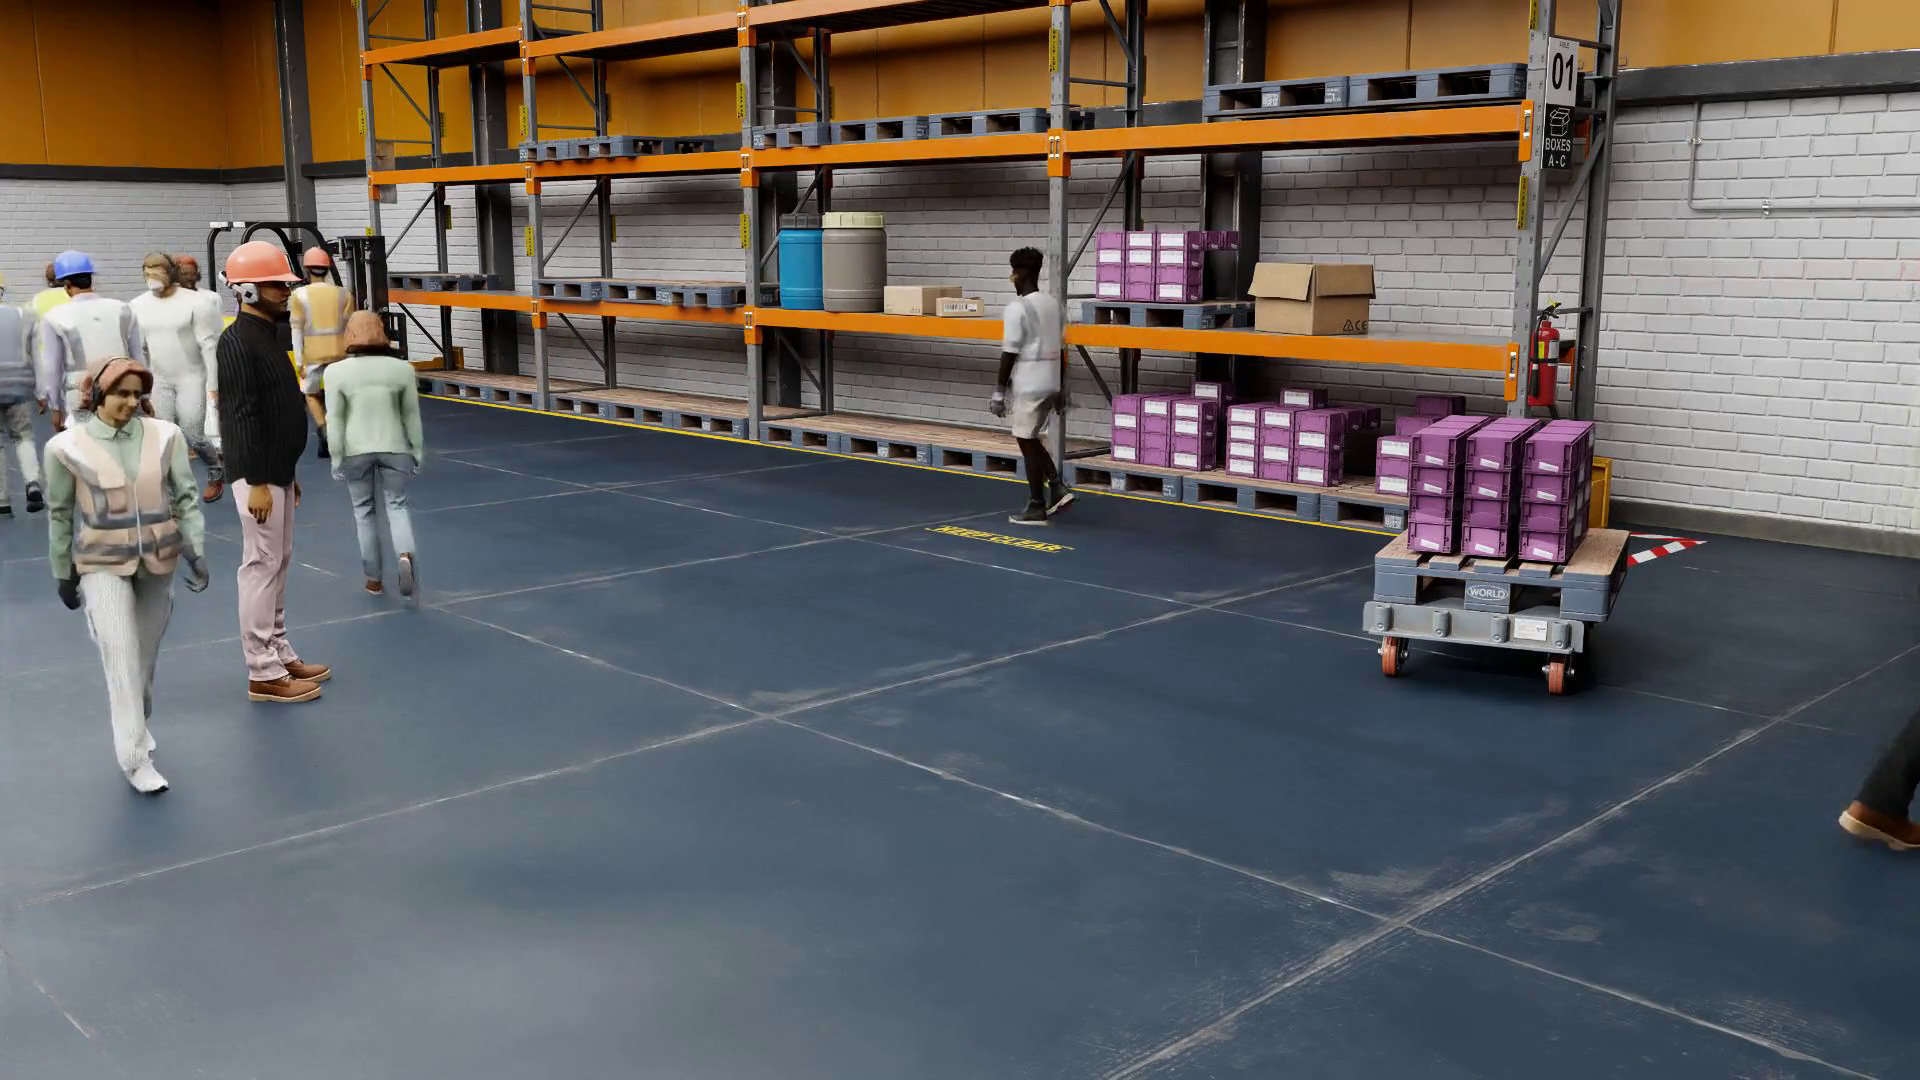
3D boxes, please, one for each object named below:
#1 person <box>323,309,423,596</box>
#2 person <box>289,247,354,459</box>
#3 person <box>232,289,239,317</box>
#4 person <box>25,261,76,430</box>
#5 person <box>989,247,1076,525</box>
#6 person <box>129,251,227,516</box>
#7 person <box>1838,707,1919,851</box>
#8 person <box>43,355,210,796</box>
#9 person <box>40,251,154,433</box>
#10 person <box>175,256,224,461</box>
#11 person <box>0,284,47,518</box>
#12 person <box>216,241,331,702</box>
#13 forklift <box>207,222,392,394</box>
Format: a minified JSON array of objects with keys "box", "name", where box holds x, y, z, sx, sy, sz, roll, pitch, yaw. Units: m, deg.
[{"box":[-3.240,-0.468,9.242,0.513,1.616,0.608,-5,12,-26],"name":"person"},{"box":[-5.677,-1.646,14.867,0.555,1.923,0.493,-7,12,-32],"name":"person"},{"box":[-8.982,-2.776,21.078,0.404,1.900,0.645,-5,11,-25],"name":"person"},{"box":[-7.631,-1.474,14.219,0.636,1.811,0.849,0,10,3],"name":"person"},{"box":[0.478,-1.061,11.605,0.448,1.943,0.602,7,12,32],"name":"person"},{"box":[-5.658,-1.134,12.087,0.662,1.913,0.596,0,10,1],"name":"person"},{"box":[3.415,0.083,5.375,1.040,1.944,0.641,1,10,3],"name":"person"},{"box":[-3.129,0.099,6.257,0.858,1.587,0.498,10,14,42],"name":"person"},{"box":[-5.618,-0.908,10.820,0.557,1.916,0.625,9,14,40],"name":"person"},{"box":[-6.836,-1.594,14.813,0.601,1.828,1.001,-7,12,-32],"name":"person"},{"box":[-6.825,-1.042,11.827,0.474,1.820,0.615,10,14,43],"name":"person"},{"box":[-3.025,-0.297,7.287,0.378,1.995,0.609,-2,11,-11],"name":"person"},{"box":[-8.169,-2.758,20.163,2.313,2.155,1.214,-10,14,-44],"name":"forklift"}]
